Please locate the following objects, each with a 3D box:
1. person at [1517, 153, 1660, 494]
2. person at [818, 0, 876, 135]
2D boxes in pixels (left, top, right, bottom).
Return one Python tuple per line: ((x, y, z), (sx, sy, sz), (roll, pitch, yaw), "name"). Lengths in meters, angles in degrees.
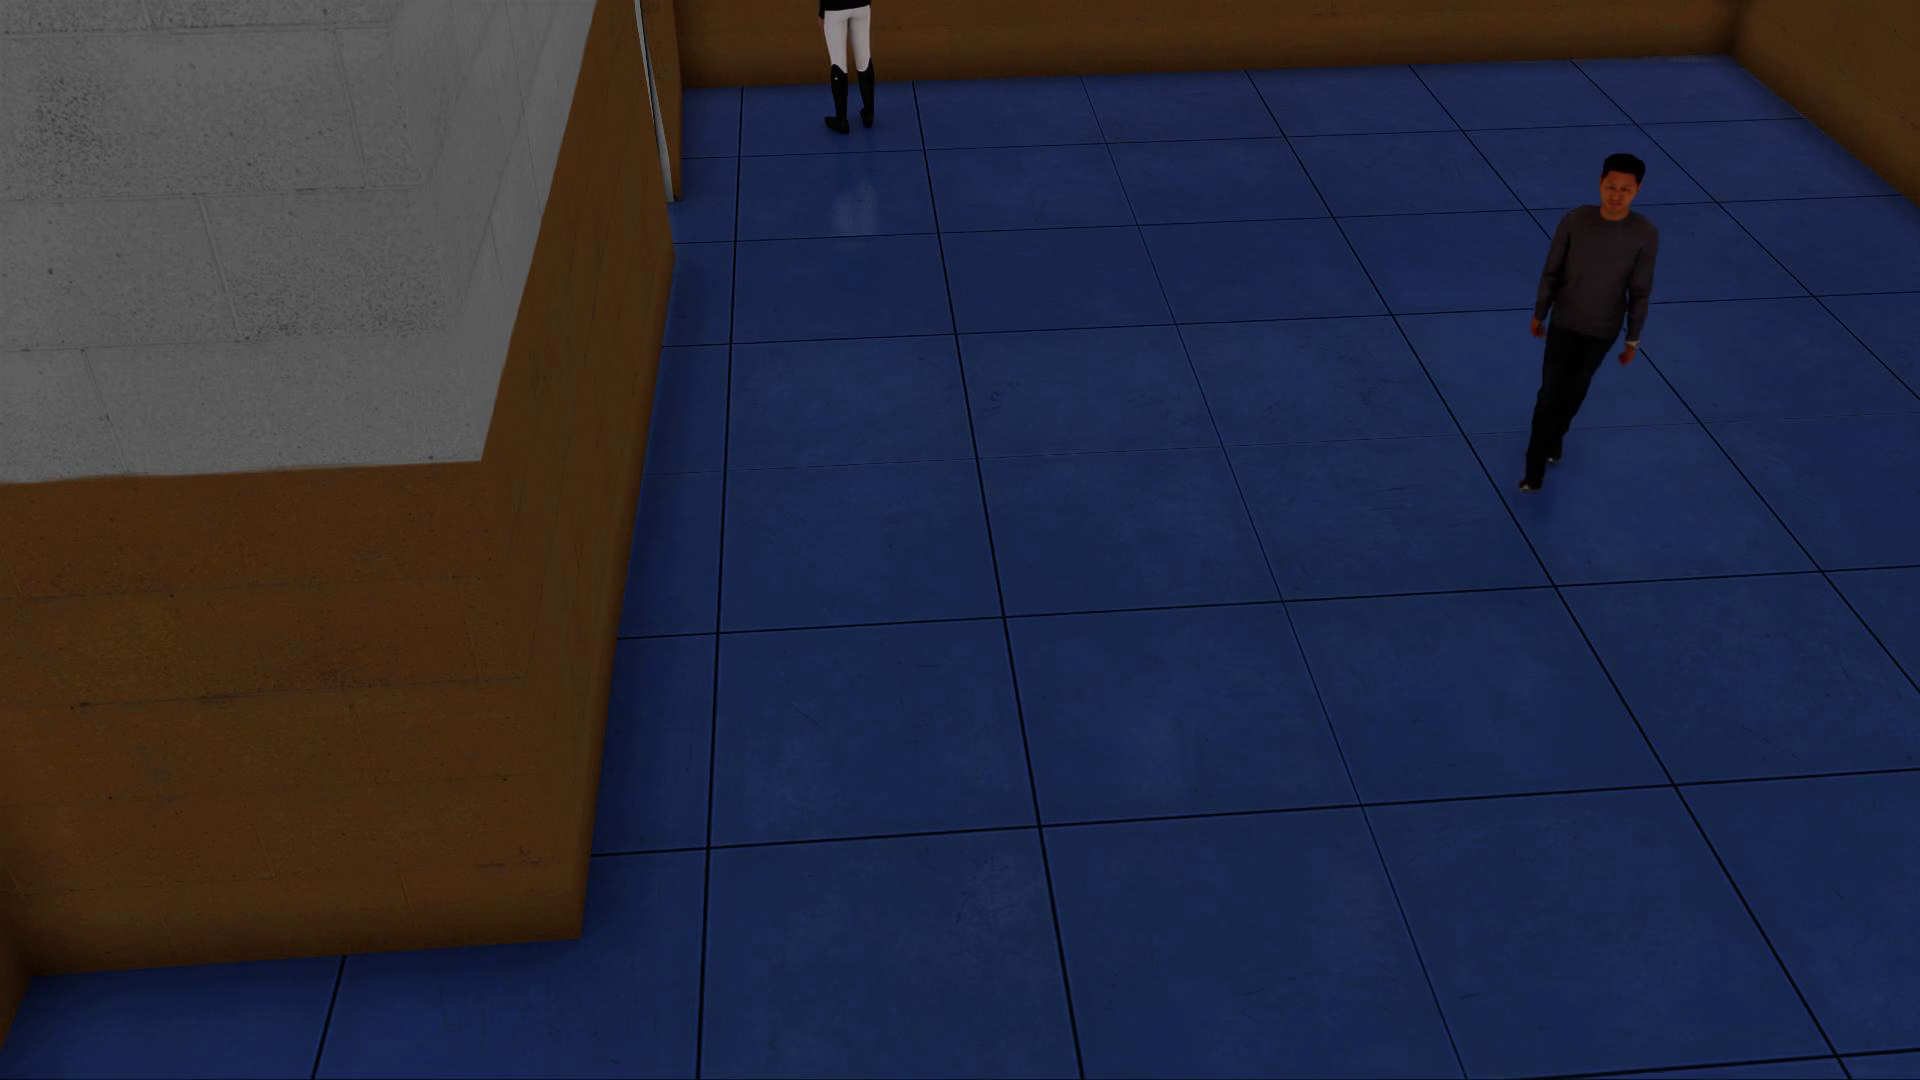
((3.140, -1.118, 8.315), (1.071, 1.742, 1.009), (27, 45, 31), "person")
((-0.812, -3.760, 11.832), (0.602, 1.728, 0.711), (-17, 40, -21), "person")
